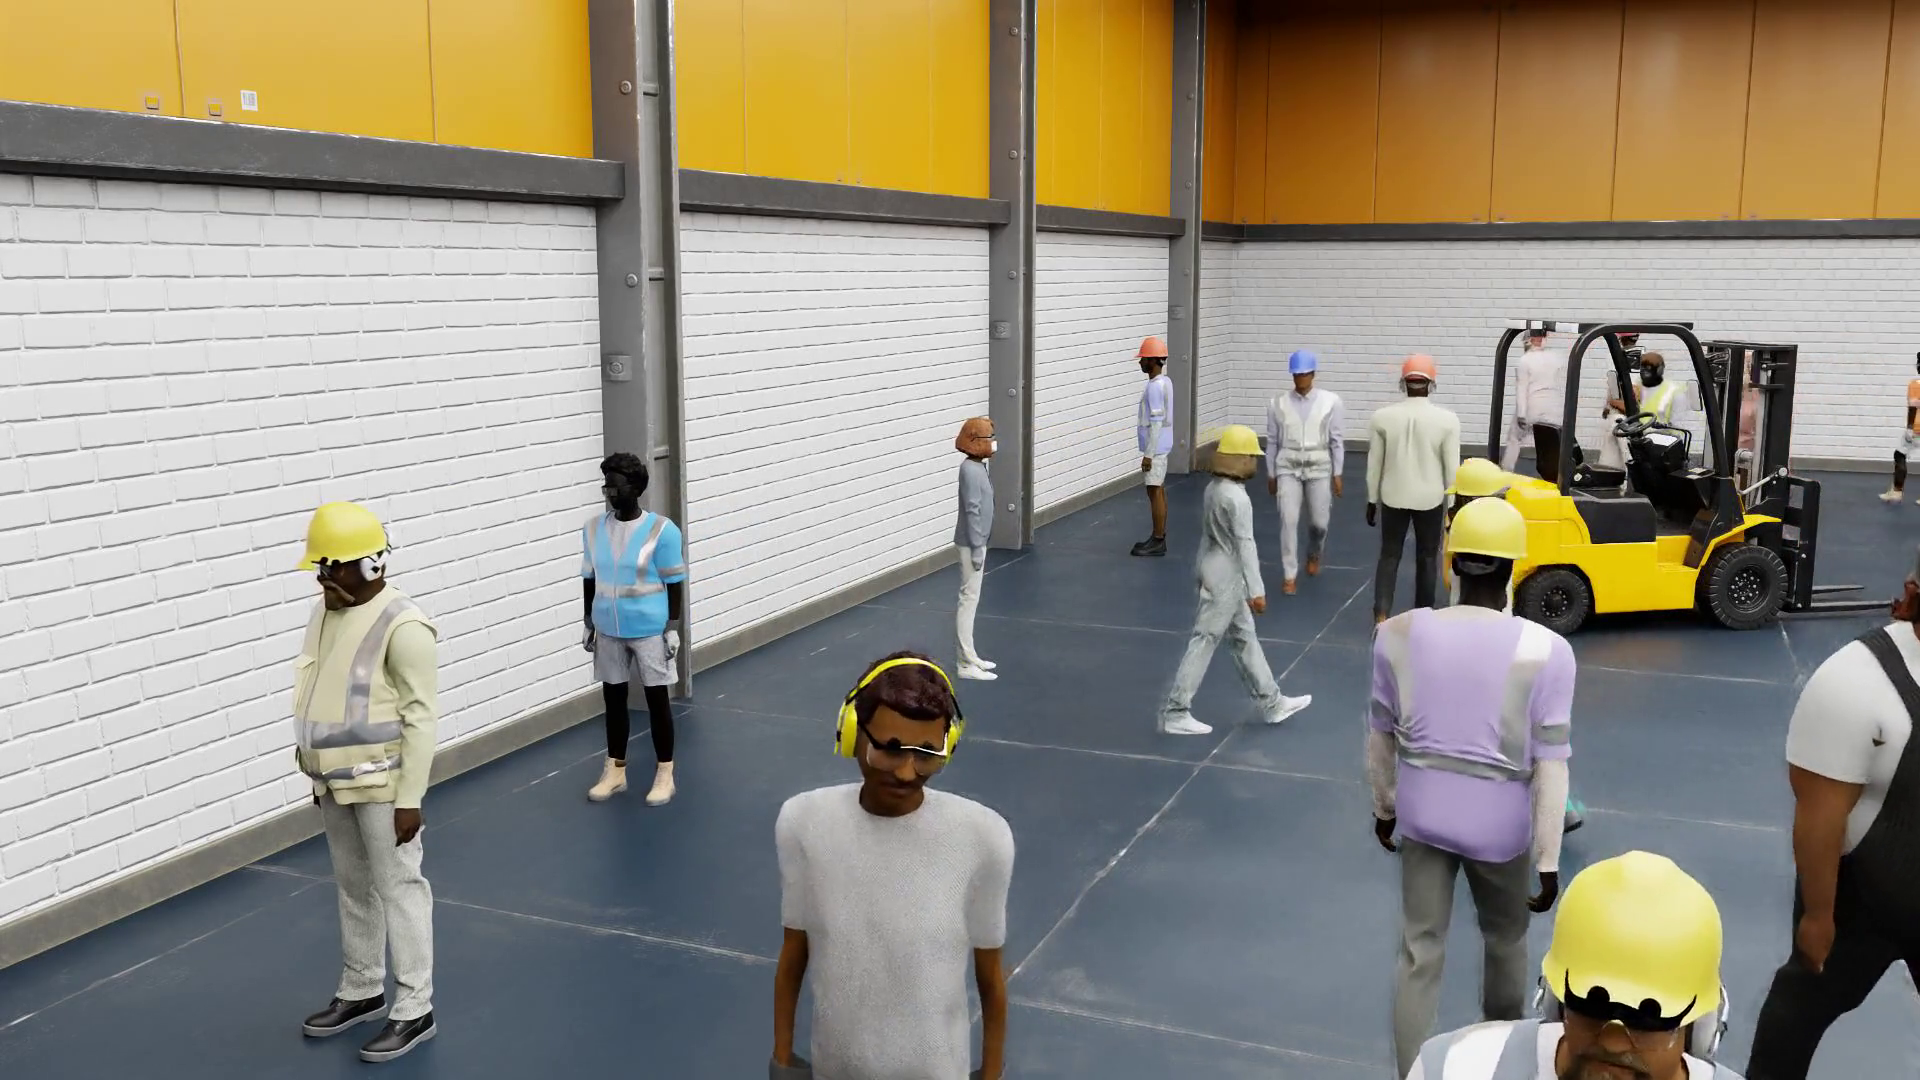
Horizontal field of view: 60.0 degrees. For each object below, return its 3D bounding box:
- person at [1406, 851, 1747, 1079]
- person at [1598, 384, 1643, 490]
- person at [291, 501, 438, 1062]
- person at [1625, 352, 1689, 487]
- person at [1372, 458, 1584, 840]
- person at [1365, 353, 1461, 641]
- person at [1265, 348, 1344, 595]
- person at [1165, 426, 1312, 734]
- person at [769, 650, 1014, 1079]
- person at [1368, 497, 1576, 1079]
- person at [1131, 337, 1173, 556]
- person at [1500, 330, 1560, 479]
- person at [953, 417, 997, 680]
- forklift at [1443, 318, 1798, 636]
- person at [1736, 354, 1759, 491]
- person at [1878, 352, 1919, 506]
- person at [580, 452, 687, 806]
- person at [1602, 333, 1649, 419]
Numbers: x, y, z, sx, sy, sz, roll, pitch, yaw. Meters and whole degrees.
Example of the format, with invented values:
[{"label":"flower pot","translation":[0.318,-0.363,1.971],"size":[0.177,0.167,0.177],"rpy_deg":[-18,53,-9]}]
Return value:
[{"label":"person","translation":[0.889,1.281,2.351],"size":[0.603,1.816,0.675],"rpy_deg":[6,11,31]},{"label":"person","translation":[5.545,-0.519,13.960],"size":[0.891,1.576,0.502],"rpy_deg":[2,10,14]},{"label":"person","translation":[-1.945,0.772,5.422],"size":[0.586,1.825,0.403],"rpy_deg":[7,12,37]},{"label":"person","translation":[6.122,-0.773,14.866],"size":[0.945,1.789,0.654],"rpy_deg":[-8,12,-40]},{"label":"person","translation":[2.366,0.491,7.420],"size":[0.888,1.726,0.524],"rpy_deg":[8,12,41]},{"label":"person","translation":[3.080,-0.279,11.331],"size":[0.631,1.993,0.587],"rpy_deg":[4,10,25]},{"label":"person","translation":[2.709,-0.550,13.109],"size":[0.619,1.929,0.650],"rpy_deg":[2,10,14]},{"label":"person","translation":[1.538,0.227,9.078],"size":[0.894,1.691,0.510],"rpy_deg":[-1,9,-5]},{"label":"person","translation":[-0.127,1.092,3.468],"size":[0.512,1.836,0.752],"rpy_deg":[2,10,13]},{"label":"person","translation":[1.533,0.808,4.975],"size":[0.609,1.887,0.898],"rpy_deg":[6,11,32]},{"label":"person","translation":[1.703,-0.820,14.721],"size":[0.354,1.939,0.544],"rpy_deg":[2,10,14]},{"label":"person","translation":[6.440,-1.472,18.911],"size":[0.645,1.866,0.920],"rpy_deg":[-4,10,-23]},{"label":"person","translation":[0.100,0.046,10.392],"size":[0.280,1.634,0.498],"rpy_deg":[0,9,2]},{"label":"forklift","translation":[4.706,-0.497,11.990],"size":[2.313,2.155,1.214],"rpy_deg":[-2,10,-10]},{"label":"person","translation":[6.236,-0.536,13.177],"size":[0.781,1.880,0.648],"rpy_deg":[0,9,1]},{"label":"person","translation":[10.225,-1.199,17.809],"size":[0.546,1.670,0.690],"rpy_deg":[-3,10,-19]},{"label":"person","translation":[-1.564,0.424,7.914],"size":[0.540,1.695,0.317],"rpy_deg":[3,10,17]},{"label":"person","translation":[7.821,-1.606,19.530],"size":[0.578,1.925,0.373],"rpy_deg":[-4,10,-20]}]
